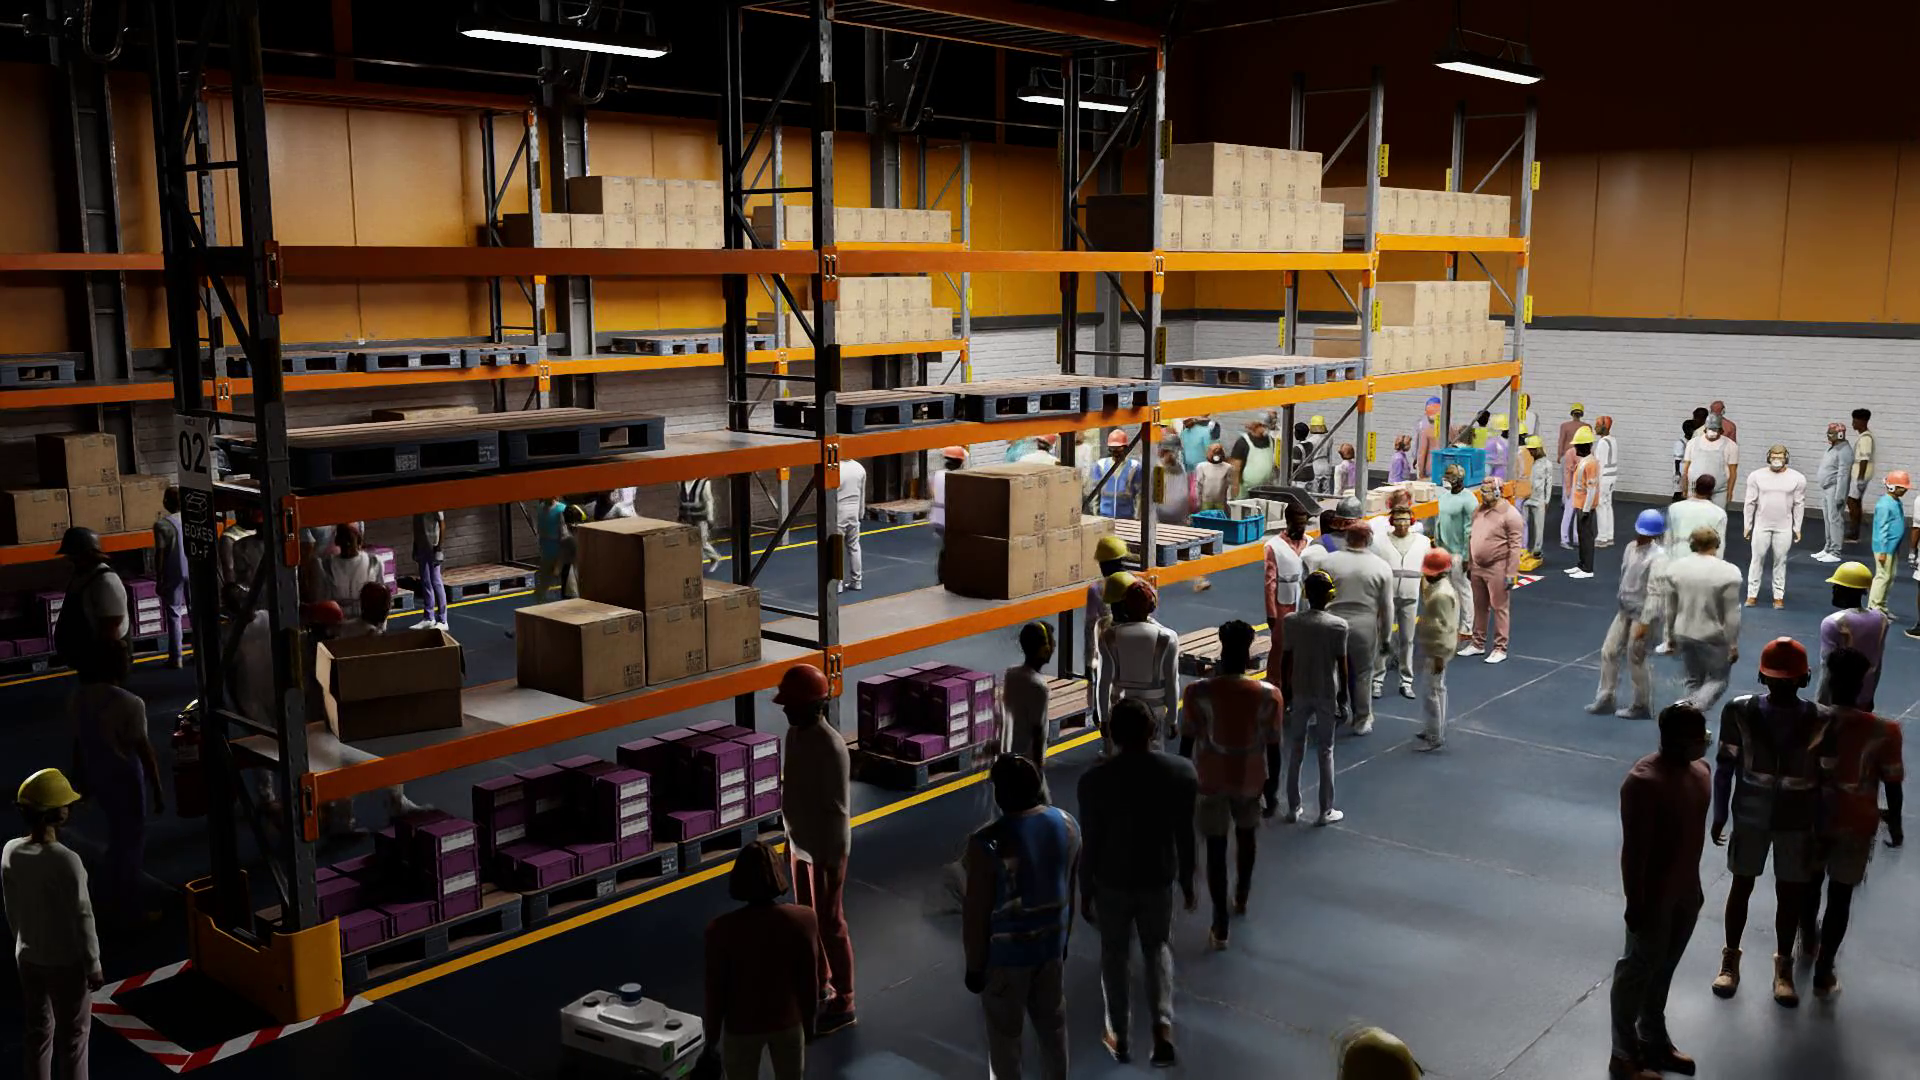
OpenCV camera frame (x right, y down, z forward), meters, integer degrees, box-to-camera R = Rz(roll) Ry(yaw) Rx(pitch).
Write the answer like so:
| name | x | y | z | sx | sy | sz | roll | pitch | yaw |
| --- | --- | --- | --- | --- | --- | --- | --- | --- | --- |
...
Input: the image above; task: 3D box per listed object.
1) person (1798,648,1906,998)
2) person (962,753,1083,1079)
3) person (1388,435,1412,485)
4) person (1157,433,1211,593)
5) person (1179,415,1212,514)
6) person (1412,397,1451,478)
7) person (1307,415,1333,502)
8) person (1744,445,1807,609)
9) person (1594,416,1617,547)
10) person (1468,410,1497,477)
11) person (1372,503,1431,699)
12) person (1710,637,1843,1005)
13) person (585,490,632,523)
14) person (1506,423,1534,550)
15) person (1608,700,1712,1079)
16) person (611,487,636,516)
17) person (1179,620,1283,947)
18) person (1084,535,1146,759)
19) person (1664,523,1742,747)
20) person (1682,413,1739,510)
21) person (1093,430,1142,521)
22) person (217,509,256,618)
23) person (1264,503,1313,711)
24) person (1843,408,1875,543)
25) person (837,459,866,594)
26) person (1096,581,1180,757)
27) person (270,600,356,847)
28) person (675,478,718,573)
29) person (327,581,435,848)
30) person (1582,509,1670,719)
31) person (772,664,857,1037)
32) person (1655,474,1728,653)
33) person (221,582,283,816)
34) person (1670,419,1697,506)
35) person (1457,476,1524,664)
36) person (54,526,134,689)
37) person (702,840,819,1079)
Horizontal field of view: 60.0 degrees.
| name | x | y | z | sx | sy | sz | roll | pitch | yaw |
| --- | --- | --- | --- | --- | --- | --- | --- | --- | --- |
| person | 4.970 | 1.547 | 9.387 | 0.627 | 1.929 | 0.816 | 8 | 12 | 38 |
| person | 0.269 | 1.883 | 7.683 | 0.624 | 1.835 | 0.431 | -7 | 12 | -36 |
| person | 6.218 | -0.678 | 23.567 | 0.313 | 1.629 | 0.525 | 3 | 10 | 17 |
| person | 2.581 | -0.352 | 20.388 | 0.695 | 2.000 | 0.981 | -8 | 12 | -38 |
| person | 3.438 | -1.009 | 24.553 | 0.667 | 1.956 | 0.640 | -6 | 11 | -30 |
| person | 7.428 | -1.282 | 26.213 | 0.607 | 1.948 | 0.404 | 5 | 11 | 25 |
| person | 5.456 | -1.037 | 25.396 | 0.483 | 1.737 | 0.319 | -4 | 10 | -24 |
| person | 9.533 | -0.154 | 19.508 | 0.636 | 1.938 | 0.355 | 4 | 10 | 24 |
| person | 9.198 | -0.835 | 23.782 | 0.340 | 1.876 | 0.575 | 7 | 12 | 36 |
| person | 8.376 | -1.244 | 26.732 | 0.531 | 1.698 | 0.320 | 7 | 12 | 38 |
| person | 4.077 | 0.562 | 15.507 | 0.570 | 1.843 | 0.373 | 0 | 10 | 3 |
| person | 4.463 | 1.531 | 9.138 | 0.615 | 2.043 | 0.373 | 4 | 10 | 25 |
| person | -3.652 | 0.210 | 17.373 | 0.601 | 1.929 | 0.948 | 7 | 12 | 36 |
| person | 7.508 | -0.626 | 22.411 | 0.596 | 1.911 | 0.398 | -9 | 13 | -42 |
| person | 3.491 | 1.731 | 8.255 | 0.635 | 1.937 | 0.352 | -7 | 12 | -36 |
| person | -4.219 | -0.237 | 20.724 | 0.317 | 1.695 | 0.540 | 4 | 10 | 21 |
| person | 1.630 | 1.422 | 10.151 | 0.611 | 1.924 | 0.934 | 0 | 10 | 2 |
| person | 1.239 | 0.896 | 13.346 | 0.611 | 1.902 | 0.527 | -4 | 10 | -24 |
| person | 6.146 | 0.819 | 13.797 | 0.490 | 1.906 | 0.650 | -7 | 12 | -37 |
| person | 10.198 | -0.735 | 22.674 | 0.681 | 2.000 | 0.535 | 7 | 12 | 36 |
| person | 1.906 | -0.323 | 20.206 | 0.605 | 2.045 | 0.376 | 2 | 10 | 13 |
| person | -6.748 | 0.511 | 15.840 | 0.430 | 1.840 | 0.625 | 2 | 10 | 12 |
| person | 2.986 | 0.599 | 15.115 | 0.597 | 1.909 | 0.405 | -6 | 11 | -34 |
| person | 13.015 | -0.935 | 24.129 | 0.424 | 1.956 | 0.621 | 5 | 11 | 29 |
| person | -1.454 | -0.296 | 20.486 | 0.398 | 1.899 | 0.649 | 9 | 13 | 44 |
| person | 1.231 | 1.214 | 11.530 | 0.575 | 1.880 | 0.359 | 3 | 10 | 15 |
| person | -4.536 | 1.290 | 11.572 | 0.574 | 1.716 | 0.738 | 6 | 11 | 33 |
| person | -3.349 | -0.280 | 21.219 | 0.524 | 1.626 | 0.547 | 4 | 10 | 20 |
| person | -4.090 | 1.201 | 11.692 | 0.896 | 1.839 | 0.587 | -9 | 13 | -42 |
| person | 5.874 | 0.662 | 14.711 | 0.676 | 1.915 | 0.641 | -1 | 10 | -6 |
| person | -0.787 | 1.619 | 8.803 | 0.409 | 1.984 | 0.613 | -5 | 11 | -29 |
| person | 7.596 | 0.261 | 17.289 | 0.610 | 1.871 | 0.729 | 6 | 11 | 34 |
| person | -5.068 | 1.164 | 12.073 | 0.614 | 1.795 | 0.516 | -8 | 13 | -41 |
| person | 11.031 | -1.000 | 25.303 | 0.535 | 1.691 | 0.317 | -7 | 12 | -36 |
| person | 5.391 | 0.298 | 16.925 | 0.401 | 1.904 | 0.641 | -5 | 11 | -26 |
| person | -6.781 | 0.881 | 13.023 | 0.538 | 2.000 | 0.697 | -9 | 13 | -44 |
| person | -0.845 | 2.082 | 7.101 | 0.502 | 1.627 | 0.277 | -3 | 10 | -19 |
